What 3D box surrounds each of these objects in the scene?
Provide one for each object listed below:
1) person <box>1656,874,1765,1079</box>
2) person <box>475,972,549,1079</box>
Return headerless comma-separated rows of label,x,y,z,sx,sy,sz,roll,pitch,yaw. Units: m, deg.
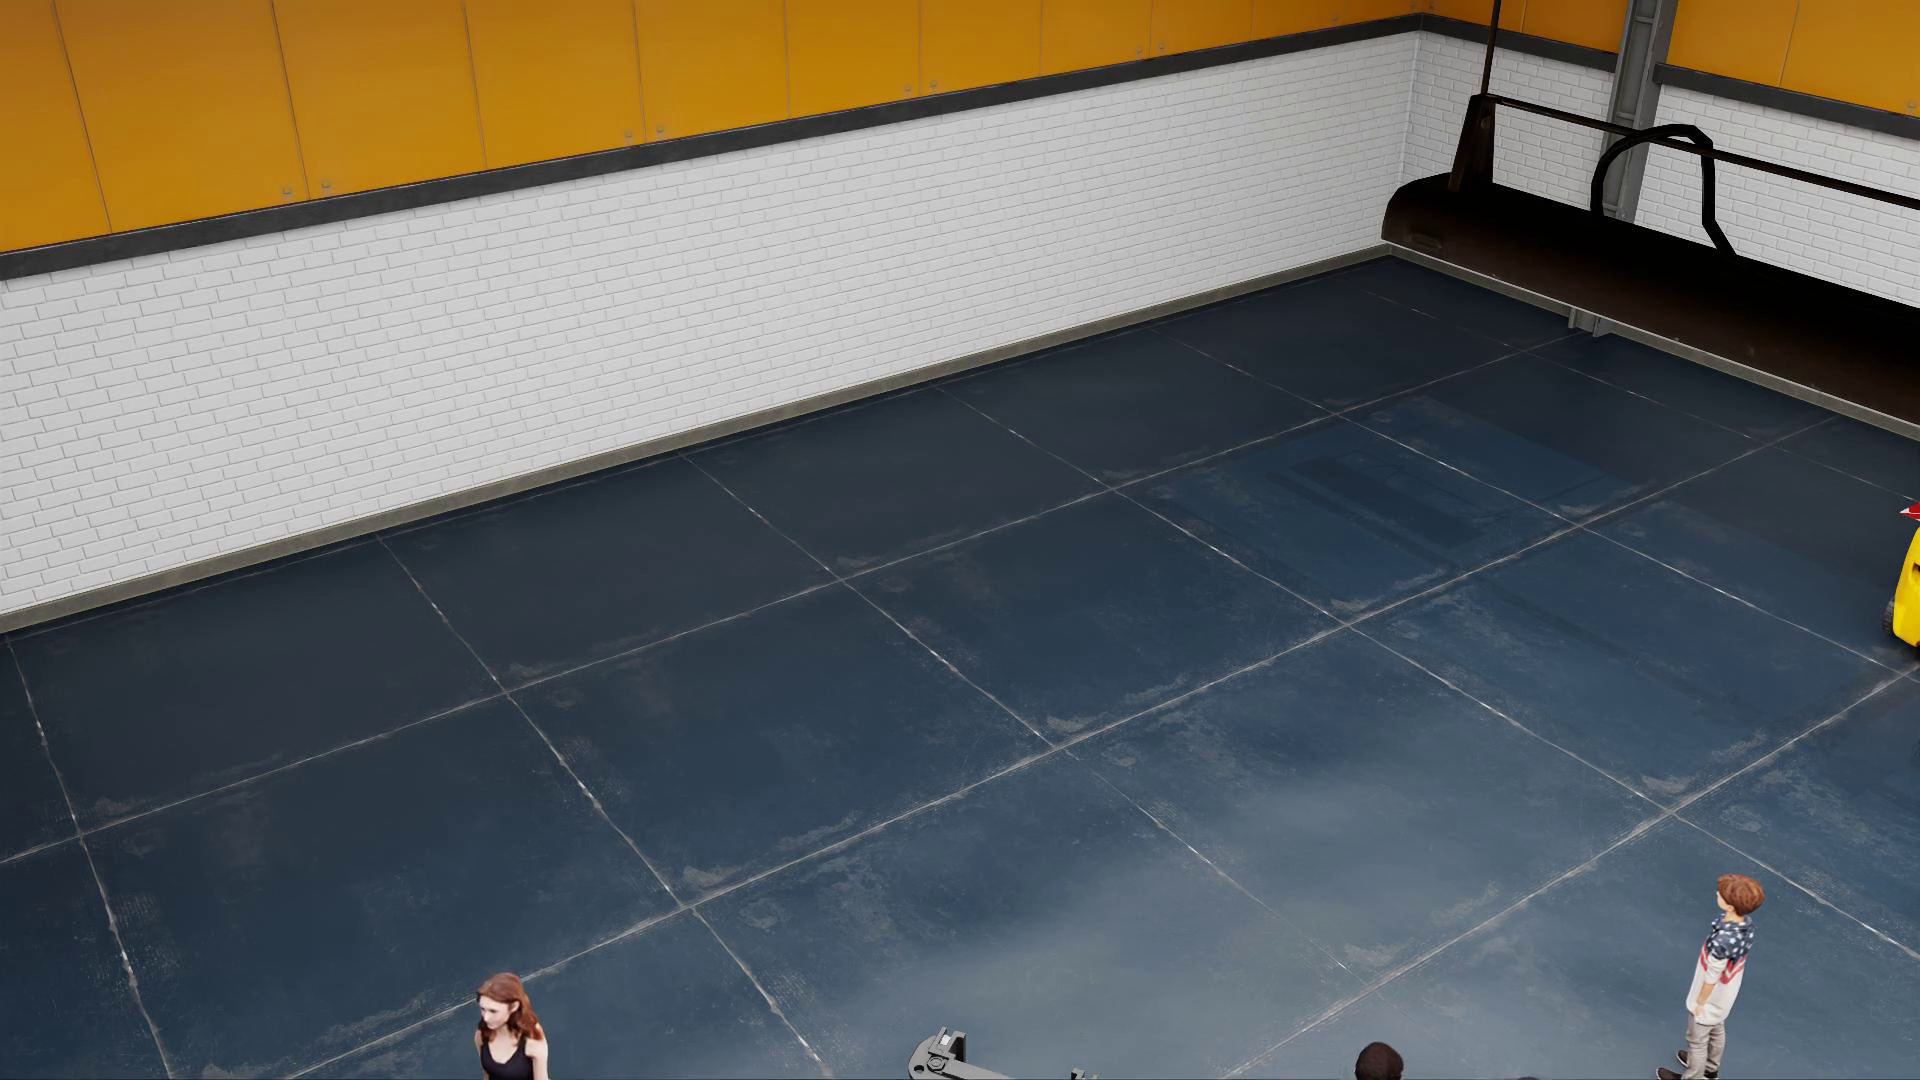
person,4.078,2.397,8.954,0.534,1.438,0.520,-25,37,-38
person,-2.042,2.729,8.075,1.084,1.697,1.120,6,29,10
